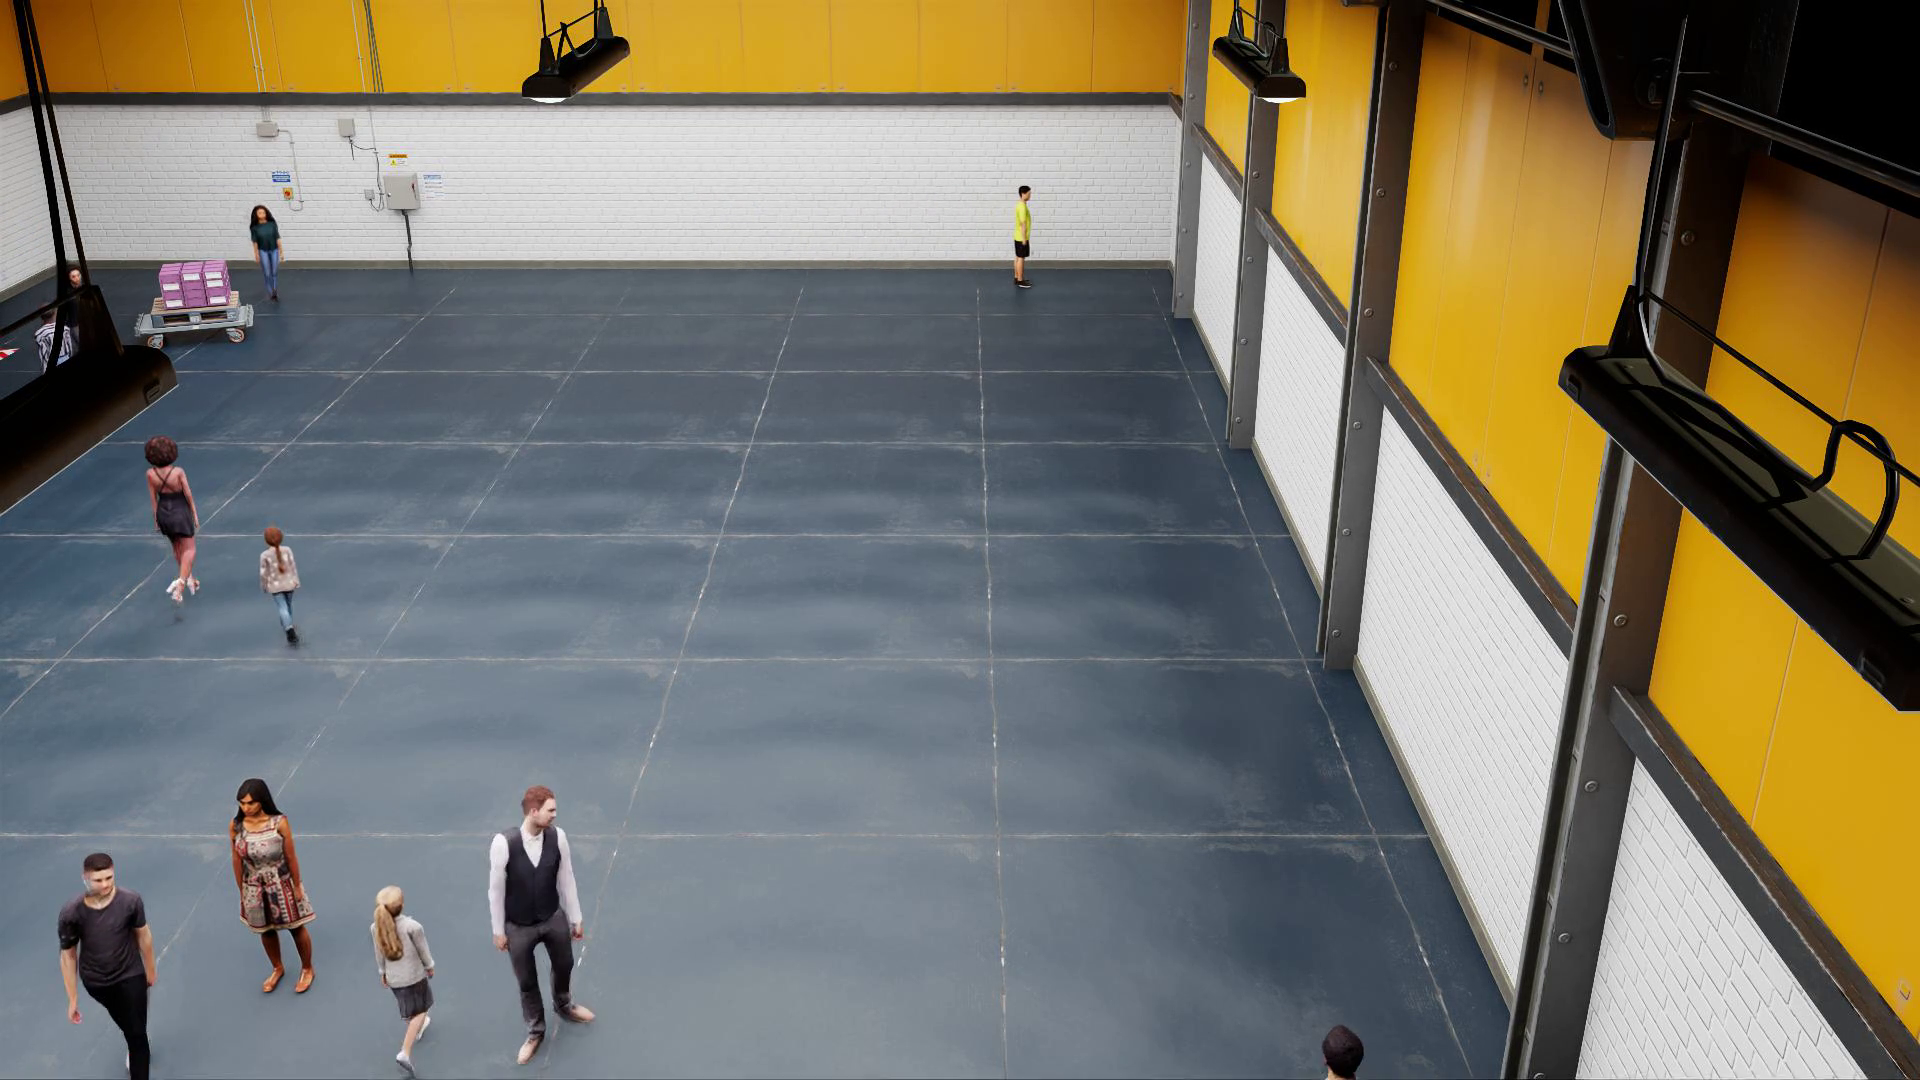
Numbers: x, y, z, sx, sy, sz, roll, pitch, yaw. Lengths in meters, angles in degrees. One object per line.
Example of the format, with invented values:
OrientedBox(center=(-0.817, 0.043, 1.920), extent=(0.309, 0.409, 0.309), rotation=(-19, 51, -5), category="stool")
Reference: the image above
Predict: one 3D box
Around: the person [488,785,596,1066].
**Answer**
OrientedBox(center=(-2.764, 2.437, 10.642), extent=(0.865, 1.913, 0.851), rotation=(-6, 24, -14), category="person")

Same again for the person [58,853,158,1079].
OrientedBox(center=(-5.257, 2.679, 10.353), extent=(0.923, 1.702, 1.271), rotation=(-8, 25, -17), category="person")

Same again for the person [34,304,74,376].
OrientedBox(center=(-11.514, -2.154, 21.292), extent=(0.752, 1.796, 0.611), rotation=(10, 26, 23), category="person")

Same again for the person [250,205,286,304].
OrientedBox(center=(-11.439, -4.749, 27.486), extent=(0.895, 1.590, 1.015), rotation=(-17, 29, -33), category="person")

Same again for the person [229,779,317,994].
OrientedBox(center=(-4.648, 2.319, 11.248), extent=(0.661, 1.644, 0.537), rotation=(-2, 24, -4), category="person")

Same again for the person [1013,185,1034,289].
OrientedBox(center=(1.049, -5.184, 28.335), extent=(0.696, 1.706, 0.502), rotation=(-2, 24, -6), category="person")

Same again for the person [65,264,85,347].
OrientedBox(center=(-12.319, -3.008, 23.273), extent=(1.204, 1.773, 1.261), rotation=(14, 27, 29), category="person")

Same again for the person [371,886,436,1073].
OrientedBox(center=(-3.562, 2.793, 10.644), extent=(0.597, 1.260, 0.846), rotation=(4, 24, 9), category="person")

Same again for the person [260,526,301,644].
OrientedBox(center=(-6.568, 0.450, 16.111), extent=(0.771, 1.174, 0.882), rotation=(-17, 29, -33), category="person")

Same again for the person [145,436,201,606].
OrientedBox(center=(-7.932, -0.154, 16.753), extent=(0.615, 1.767, 1.016), rotation=(-2, 24, -4), category="person")
